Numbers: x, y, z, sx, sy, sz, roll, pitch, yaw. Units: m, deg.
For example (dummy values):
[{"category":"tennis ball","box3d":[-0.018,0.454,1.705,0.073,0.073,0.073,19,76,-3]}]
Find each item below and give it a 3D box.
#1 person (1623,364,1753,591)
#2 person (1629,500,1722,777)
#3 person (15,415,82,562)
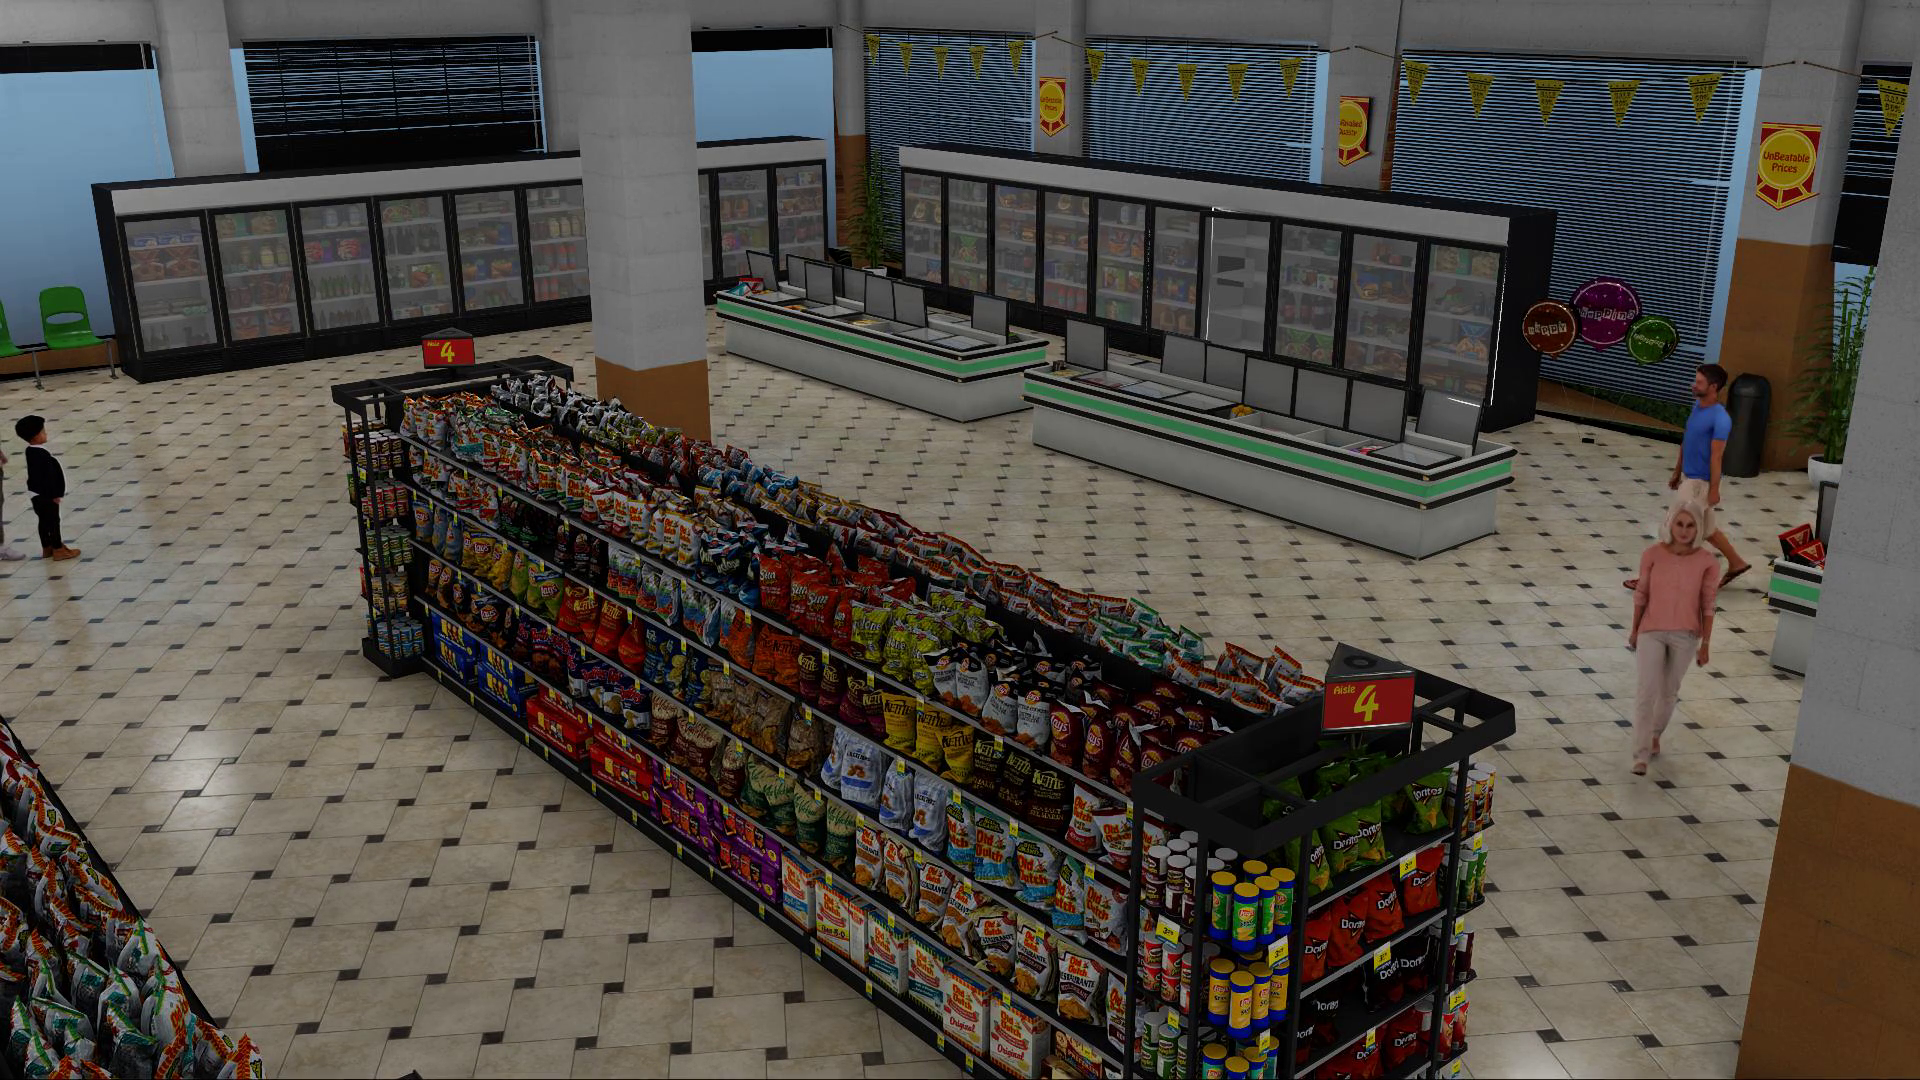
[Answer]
[{"category":"person","box3d":[5.841,-0.454,12.952,1.253,1.837,1.211,1,19,4]},{"category":"person","box3d":[4.342,0.563,10.165,1.082,1.690,0.989,8,20,22]},{"category":"person","box3d":[-7.642,-0.440,13.864,0.496,1.227,0.610,13,23,34]}]
